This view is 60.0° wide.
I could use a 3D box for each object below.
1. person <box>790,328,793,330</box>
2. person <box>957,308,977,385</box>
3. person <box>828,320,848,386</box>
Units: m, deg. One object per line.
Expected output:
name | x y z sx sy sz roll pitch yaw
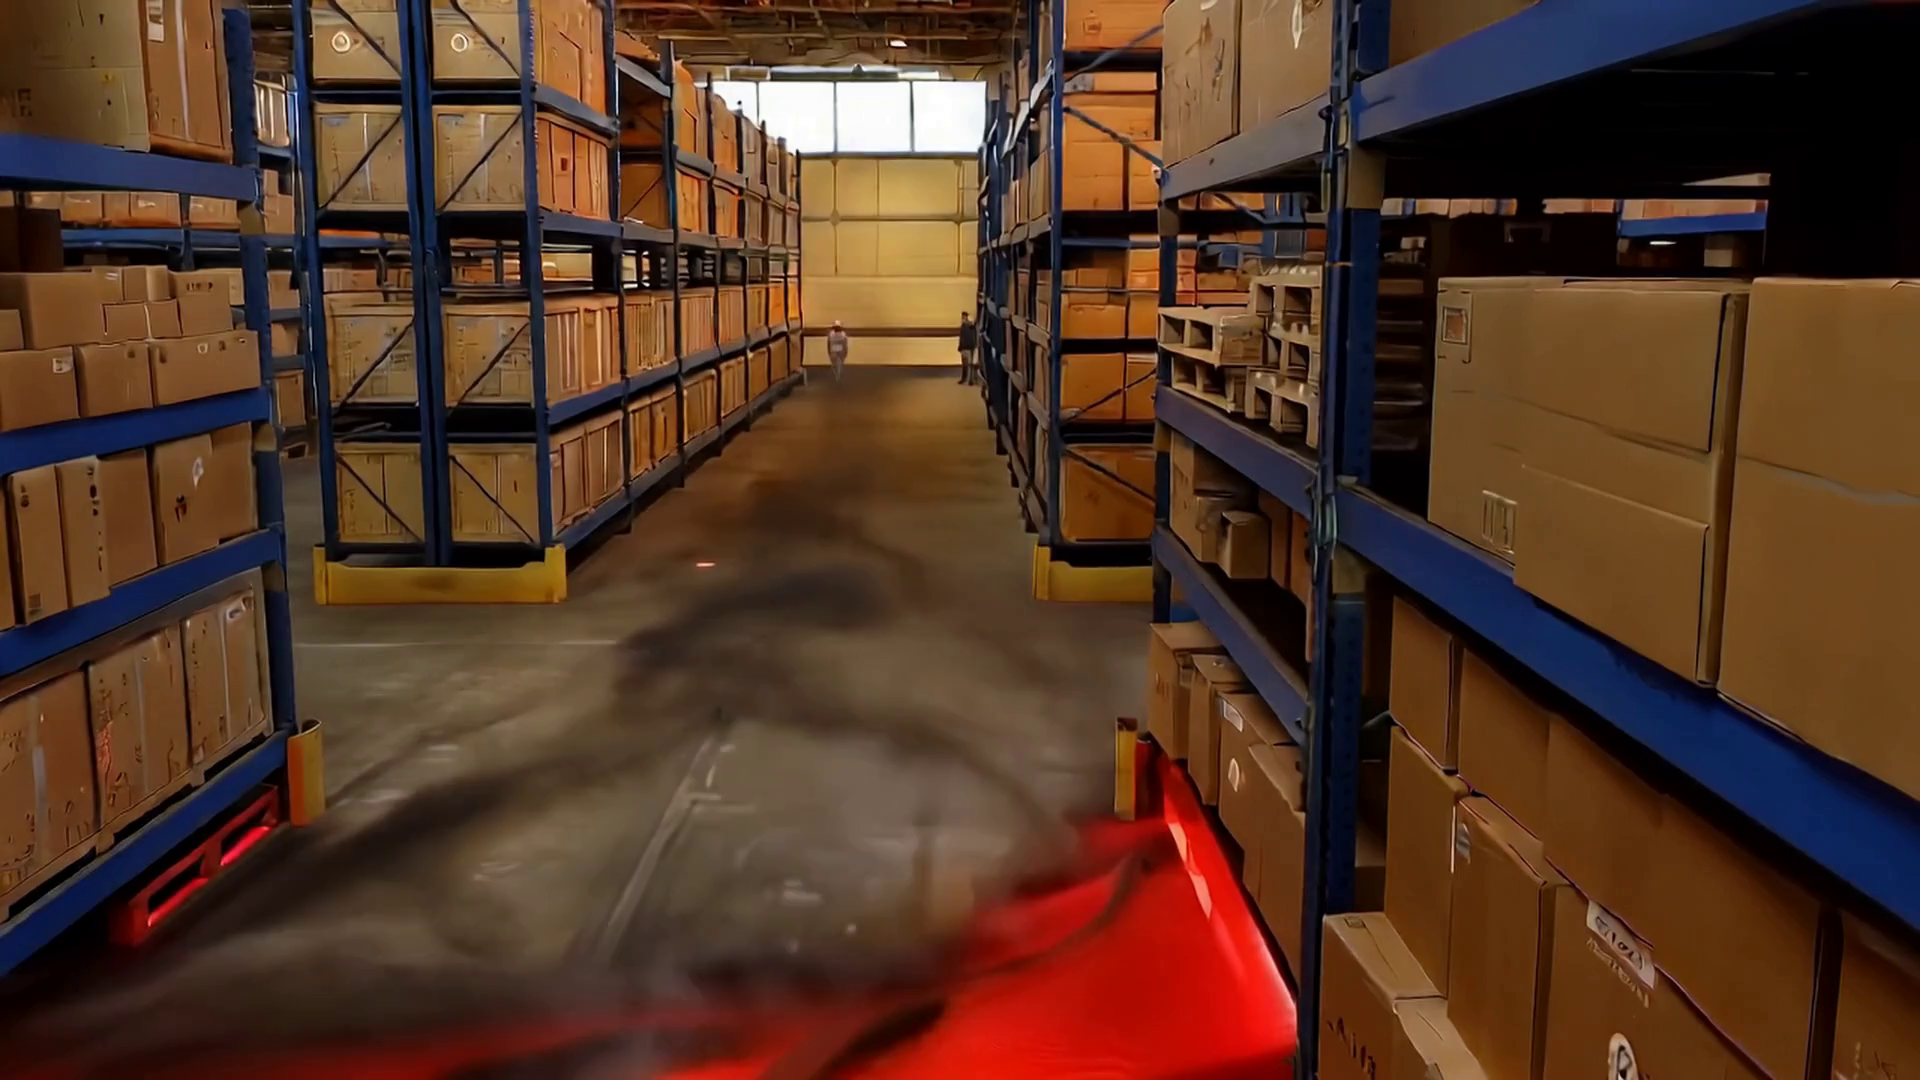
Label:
person | -4.571 -5.002 44.025 0.642 1.731 0.575 2 10 14
person | 0.194 -5.084 43.739 0.375 1.995 0.611 -8 12 -40
person | -3.189 -4.853 43.237 0.524 1.699 0.846 1 9 5
